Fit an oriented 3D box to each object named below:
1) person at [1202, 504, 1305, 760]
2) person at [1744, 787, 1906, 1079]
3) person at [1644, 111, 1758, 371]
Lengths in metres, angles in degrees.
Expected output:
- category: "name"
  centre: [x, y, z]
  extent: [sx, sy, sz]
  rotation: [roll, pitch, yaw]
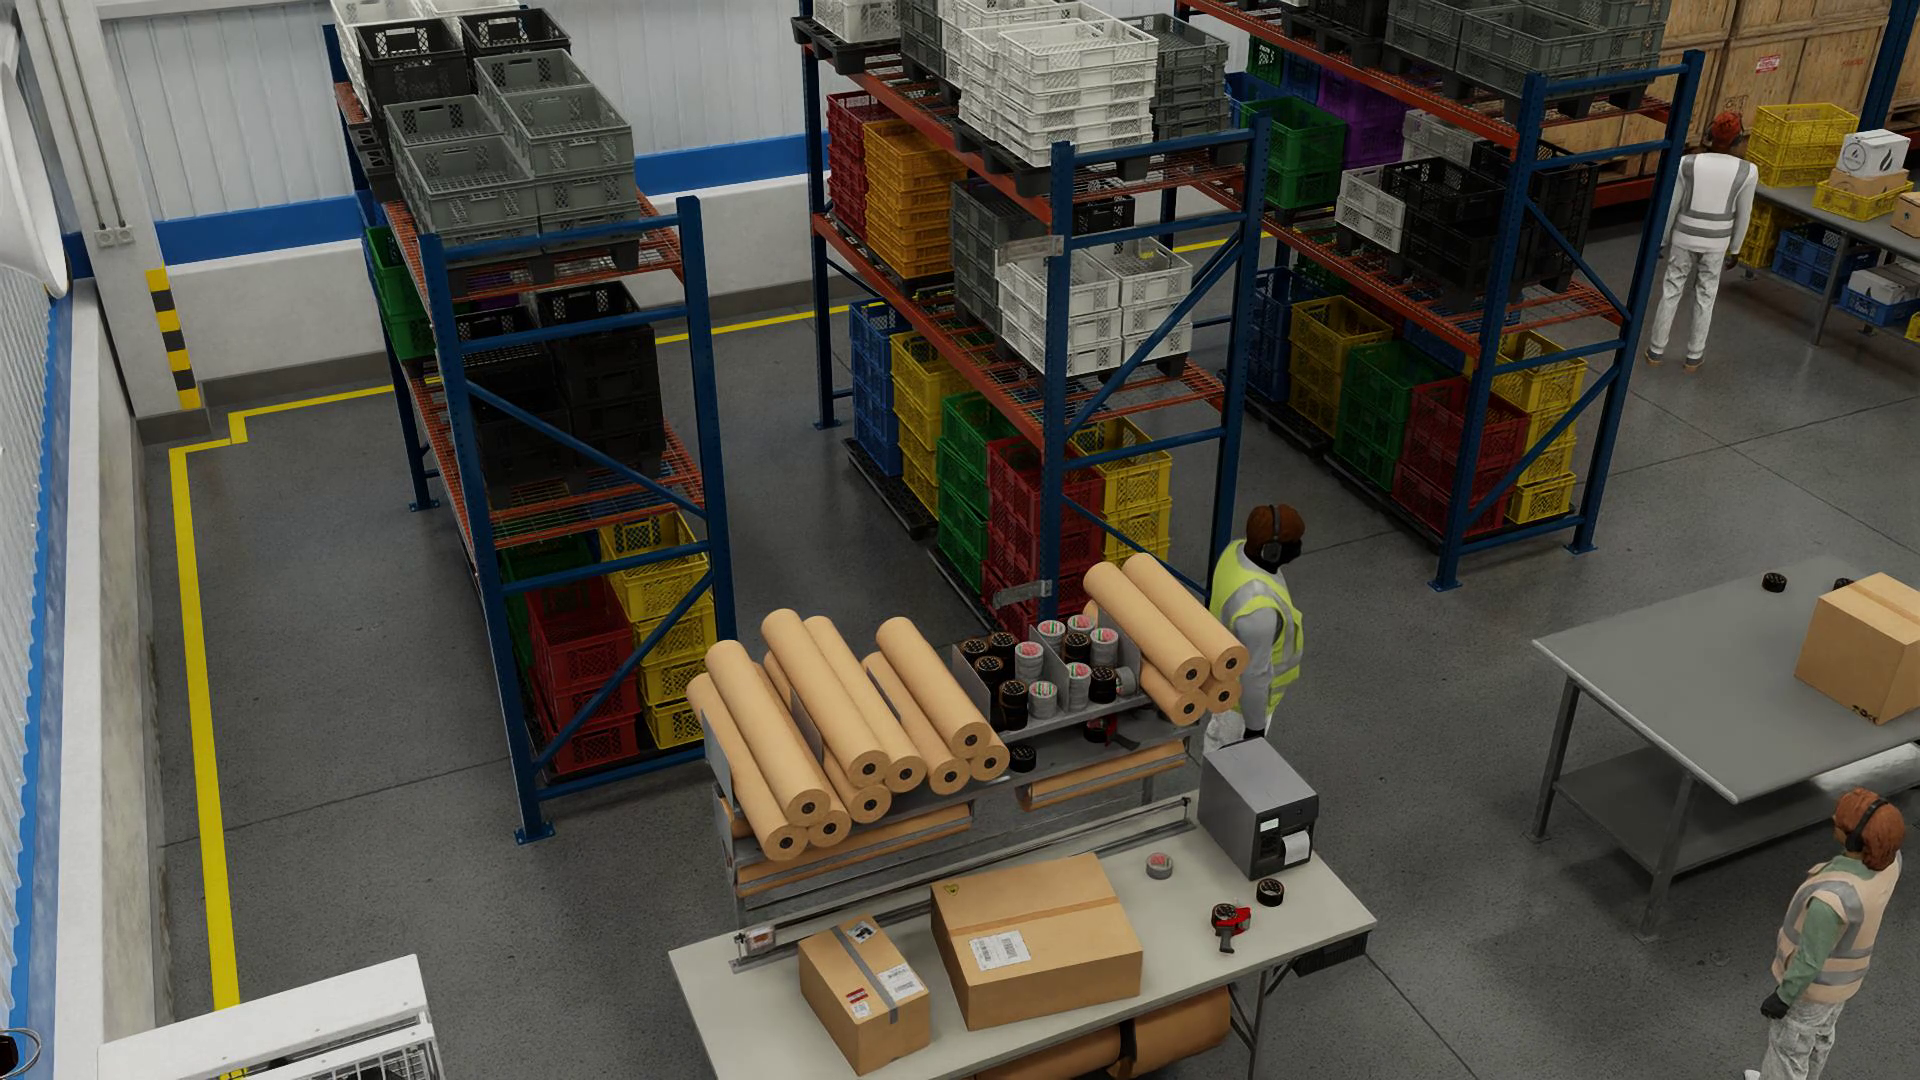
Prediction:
- category: "person"
  centre: [1.290, 0.645, 7.423]
  extent: [0.430, 1.836, 0.629]
  rotation: [0, 32, 1]
- category: "person"
  centre: [3.126, 1.583, 6.076]
  extent: [0.514, 1.641, 0.307]
  rotation: [-25, 40, -35]
- category: "person"
  centre: [5.271, -2.118, 11.858]
  extent: [0.573, 1.883, 0.354]
  rotation: [14, 34, 21]
